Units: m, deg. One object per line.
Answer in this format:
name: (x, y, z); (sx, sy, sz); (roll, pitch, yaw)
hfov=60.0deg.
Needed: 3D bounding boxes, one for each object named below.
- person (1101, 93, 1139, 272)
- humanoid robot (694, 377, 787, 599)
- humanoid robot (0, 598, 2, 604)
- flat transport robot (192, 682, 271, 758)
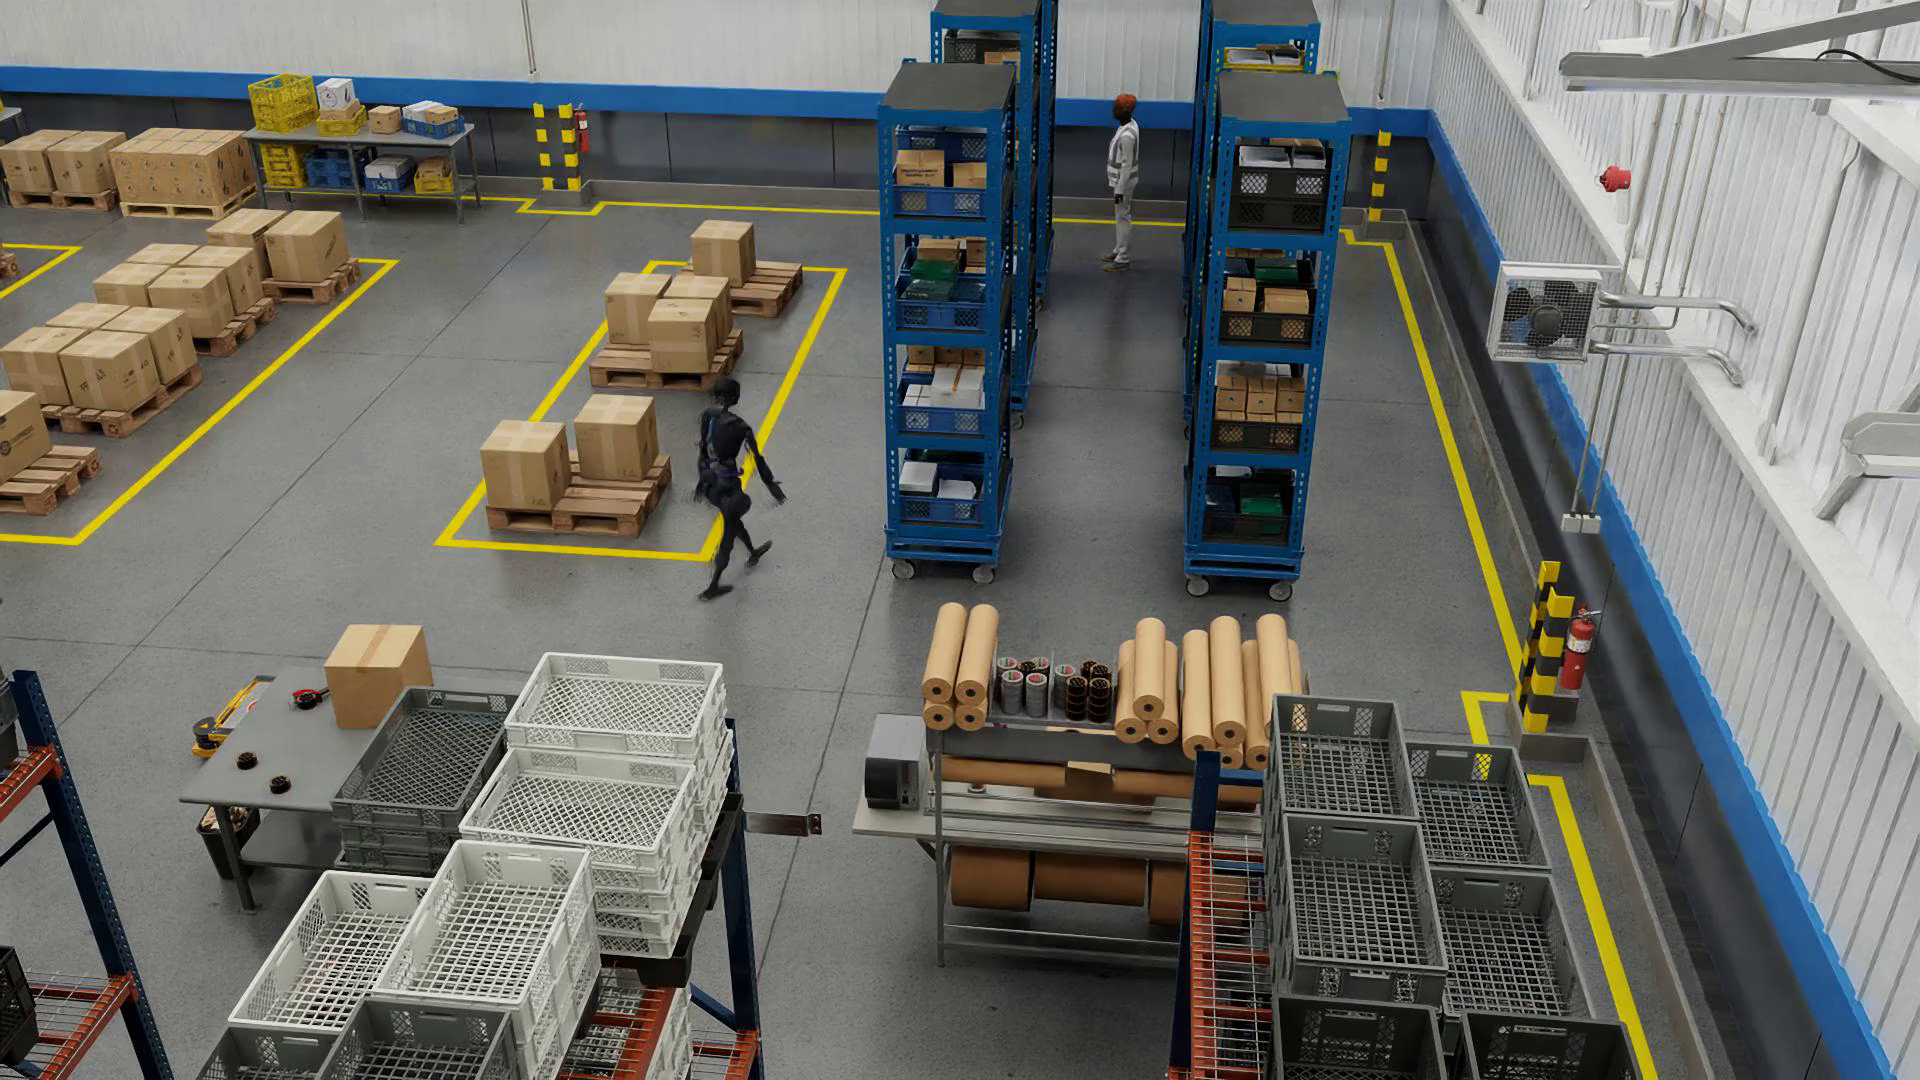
person: (1.701, -3.769, 17.542); (0.356, 1.884, 0.573); (2, 30, 4)
humanoid robot: (-1.638, -0.406, 12.007); (0.779, 1.618, 0.568); (-25, 38, -36)
humanoid robot: (-7.195, -0.230, 11.655); (0.609, 1.657, 0.313); (3, 30, 5)
flat transport robot: (-4.089, 1.163, 10.648); (1.431, 0.197, 0.652); (3, 30, 6)
